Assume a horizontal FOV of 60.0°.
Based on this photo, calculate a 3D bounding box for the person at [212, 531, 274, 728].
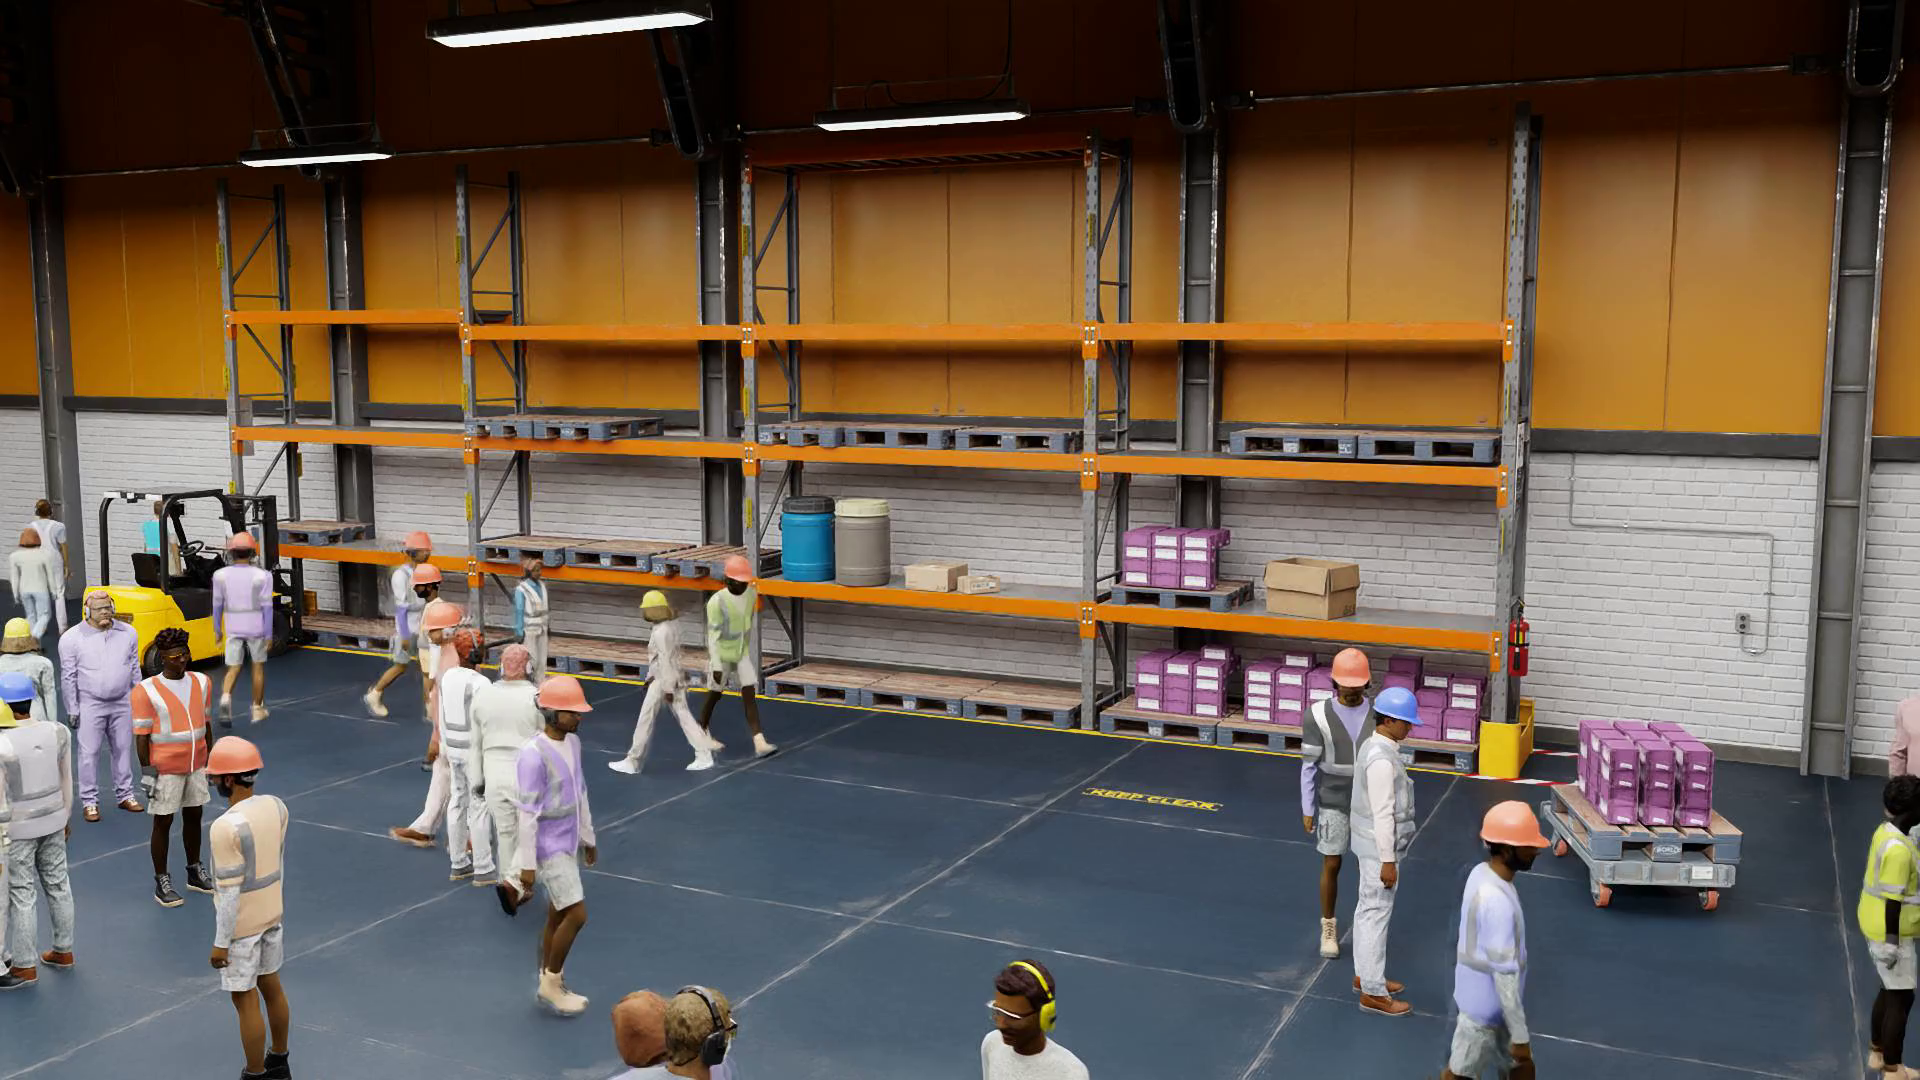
[{"bbox_3d":[-7.350,0.926,17.015,0.616,2.021,0.827,-1,7,-5],"label":"person"}]

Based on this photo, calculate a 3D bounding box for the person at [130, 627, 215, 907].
[{"bbox_3d":[-5.536,1.583,11.785,0.367,1.966,0.607,4,8,28],"label":"person"}]

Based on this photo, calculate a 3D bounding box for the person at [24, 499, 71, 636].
[{"bbox_3d":[-12.236,0.367,22.324,0.507,1.847,0.345,-2,7,-18],"label":"person"}]

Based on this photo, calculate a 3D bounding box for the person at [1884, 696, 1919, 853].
[{"bbox_3d":[6.375,1.714,10.866,0.363,1.932,0.634,-3,8,-26],"label":"person"}]

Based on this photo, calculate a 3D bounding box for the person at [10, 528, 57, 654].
[{"bbox_3d":[-11.625,0.653,20.853,0.512,1.619,0.528,-1,7,-8],"label":"person"}]

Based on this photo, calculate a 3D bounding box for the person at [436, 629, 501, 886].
[{"bbox_3d":[-3.564,1.580,12.150,0.574,1.883,0.356,5,8,35],"label":"person"}]

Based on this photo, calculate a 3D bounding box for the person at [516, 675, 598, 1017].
[{"bbox_3d":[-2.306,1.794,9.774,0.505,2.024,0.627,1,7,10],"label":"person"}]

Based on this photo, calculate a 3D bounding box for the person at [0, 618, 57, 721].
[{"bbox_3d":[-7.576,1.491,13.460,0.493,1.742,0.302,-3,8,-26],"label":"person"}]

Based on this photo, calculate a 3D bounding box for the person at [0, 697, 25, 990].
[{"bbox_3d":[-5.923,1.849,10.197,0.403,1.820,0.602,-4,8,-30],"label":"person"}]

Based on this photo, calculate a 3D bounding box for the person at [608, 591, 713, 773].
[{"bbox_3d":[-2.722,1.300,15.254,0.938,1.685,0.473,0,7,3],"label":"person"}]

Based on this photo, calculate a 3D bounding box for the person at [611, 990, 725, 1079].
[{"bbox_3d":[-1.073,2.439,6.180,0.571,1.606,0.316,-5,9,-36],"label":"person"}]

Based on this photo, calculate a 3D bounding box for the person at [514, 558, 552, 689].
[{"bbox_3d":[-4.659,0.994,18.062,0.440,1.624,0.517,3,8,24],"label":"person"}]

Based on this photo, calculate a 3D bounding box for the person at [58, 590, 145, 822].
[{"bbox_3d":[-7.110,1.364,13.841,0.407,1.908,0.642,6,9,39],"label":"person"}]

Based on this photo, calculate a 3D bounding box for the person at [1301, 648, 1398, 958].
[{"bbox_3d":[2.500,1.689,10.678,0.612,2.029,0.410,0,7,2],"label":"person"}]

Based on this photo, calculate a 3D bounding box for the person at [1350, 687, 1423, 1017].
[{"bbox_3d":[2.520,1.827,9.888,0.403,1.937,0.604,1,7,9],"label":"person"}]

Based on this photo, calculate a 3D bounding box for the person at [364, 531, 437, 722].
[{"bbox_3d":[-5.752,0.902,17.267,0.966,2.008,0.629,2,7,14],"label":"person"}]

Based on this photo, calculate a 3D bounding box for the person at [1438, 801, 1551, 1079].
[{"bbox_3d":[2.506,2.125,7.658,1.012,1.879,0.563,2,7,16],"label":"person"}]

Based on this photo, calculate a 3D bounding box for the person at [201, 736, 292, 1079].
[{"bbox_3d":[-3.733,1.975,8.674,0.363,1.935,0.551,1,7,8],"label":"person"}]

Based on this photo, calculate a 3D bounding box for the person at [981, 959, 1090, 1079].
[{"bbox_3d":[0.239,2.360,5.811,0.323,1.861,0.515,-6,9,-42],"label":"person"}]

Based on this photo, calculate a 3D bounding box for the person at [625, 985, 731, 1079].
[{"bbox_3d":[-0.860,2.379,5.357,0.628,1.932,0.359,7,10,44],"label":"person"}]

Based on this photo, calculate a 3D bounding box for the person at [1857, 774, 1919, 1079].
[{"bbox_3d":[4.997,2.074,8.864,0.378,1.692,0.556,3,7,23],"label":"person"}]

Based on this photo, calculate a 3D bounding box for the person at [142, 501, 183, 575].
[{"bbox_3d":[-10.710,0.363,22.356,0.566,1.844,0.382,2,7,19],"label":"person"}]

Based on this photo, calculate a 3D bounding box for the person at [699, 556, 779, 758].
[{"bbox_3d":[-2.152,1.100,15.816,1.079,1.952,0.652,6,9,42],"label":"person"}]

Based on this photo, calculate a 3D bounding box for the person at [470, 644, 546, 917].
[{"bbox_3d":[-3.087,1.668,11.461,0.687,1.878,0.589,2,7,13],"label":"person"}]

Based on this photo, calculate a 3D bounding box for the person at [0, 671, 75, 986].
[{"bbox_3d":[-5.771,1.772,10.294,0.384,1.949,0.601,3,8,23],"label":"person"}]

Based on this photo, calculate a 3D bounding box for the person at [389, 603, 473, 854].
[{"bbox_3d":[-4.039,1.464,12.761,0.823,1.964,0.634,-2,7,-15],"label":"person"}]

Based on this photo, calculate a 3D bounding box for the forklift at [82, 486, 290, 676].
[{"bbox_3d":[-9.426,0.454,20.179,1.214,2.155,2.313,3,8,26],"label":"forklift"}]

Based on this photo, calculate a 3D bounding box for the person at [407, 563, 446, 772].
[{"bbox_3d":[-4.866,1.173,15.353,0.392,1.929,0.539,-3,7,-21],"label":"person"}]
